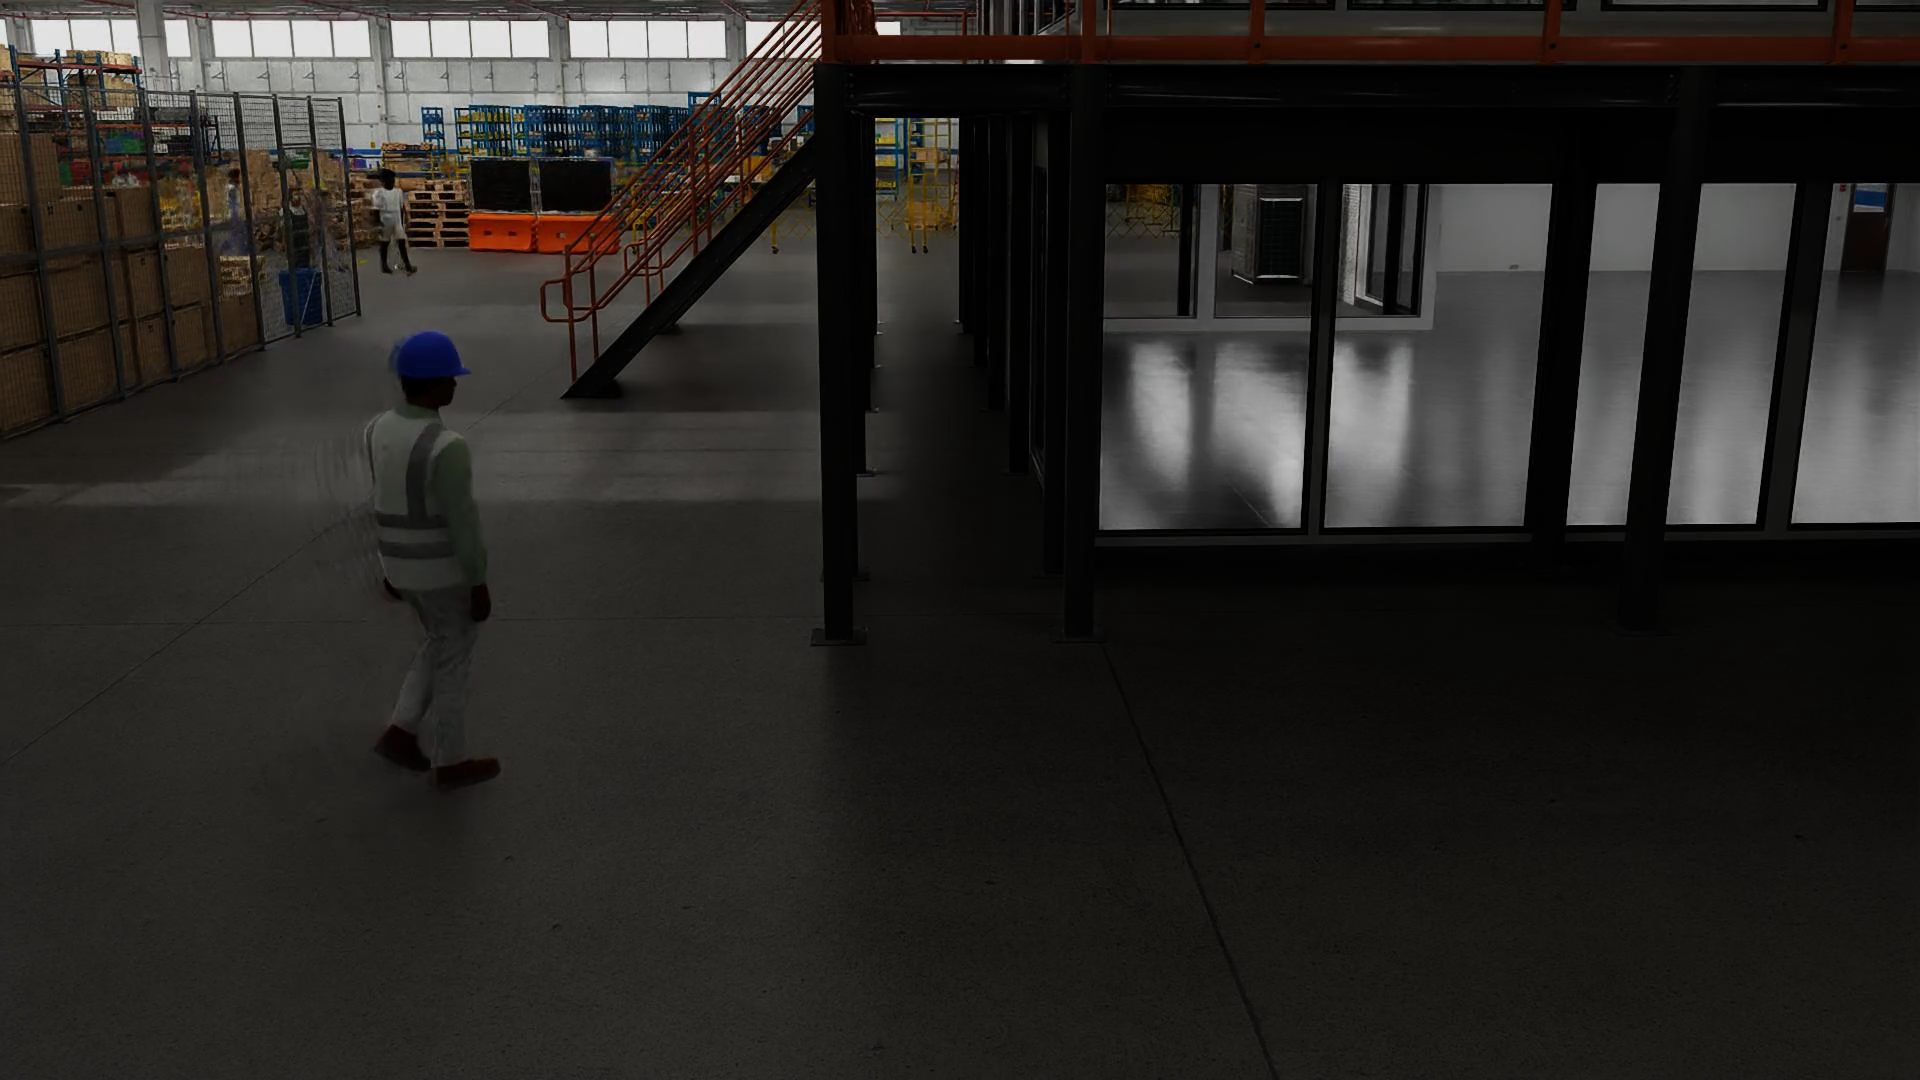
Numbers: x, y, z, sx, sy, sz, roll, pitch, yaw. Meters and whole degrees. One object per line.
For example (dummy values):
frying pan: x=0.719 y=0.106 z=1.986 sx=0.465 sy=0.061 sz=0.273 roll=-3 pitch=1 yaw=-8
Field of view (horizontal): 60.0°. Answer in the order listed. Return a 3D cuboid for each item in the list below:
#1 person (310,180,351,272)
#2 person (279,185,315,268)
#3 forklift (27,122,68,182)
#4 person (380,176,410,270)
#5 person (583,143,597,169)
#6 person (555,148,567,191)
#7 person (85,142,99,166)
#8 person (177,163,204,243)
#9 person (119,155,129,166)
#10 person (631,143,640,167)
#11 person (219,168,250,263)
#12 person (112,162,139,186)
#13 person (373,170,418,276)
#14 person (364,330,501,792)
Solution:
person: x=-11.990 y=-5.919 z=31.377 sx=0.936 sy=1.709 sz=0.543 roll=3 pitch=14 yaw=10
person: x=-9.874 y=-4.356 z=24.844 sx=0.346 sy=1.846 sz=0.505 roll=7 pitch=16 yaw=27
forklift: x=-35.376 y=-14.773 z=64.377 sx=1.129 sy=2.768 sz=1.873 roll=-1 pitch=14 yaw=-2
person: x=-10.741 y=-6.029 z=31.598 sx=0.579 sy=1.806 sz=0.927 roll=-6 pitch=15 yaw=-22
person: x=-16.499 y=-16.743 z=74.272 sx=0.941 sy=1.895 sz=0.616 roll=6 pitch=15 yaw=24
person: x=-16.731 y=-15.478 z=69.492 sx=0.782 sy=1.740 sz=0.523 roll=-3 pitch=14 yaw=-10
person: x=-40.252 y=-17.487 z=77.107 sx=0.655 sy=1.942 sz=0.998 roll=-1 pitch=14 yaw=-4
person: x=-16.222 y=-6.998 z=35.262 sx=0.756 sy=1.915 sz=0.574 roll=-5 pitch=15 yaw=-18
person: x=-40.306 y=-18.186 z=80.322 sx=0.527 sy=1.752 sz=0.555 roll=-1 pitch=14 yaw=-5
person: x=-16.600 y=-19.342 z=84.875 sx=0.941 sy=1.794 sz=0.603 roll=-2 pitch=14 yaw=-8
person: x=-14.202 y=-6.290 z=32.476 sx=0.803 sy=1.900 sz=0.602 roll=-4 pitch=15 yaw=-17
person: x=-19.095 y=-7.707 z=38.180 sx=0.360 sy=1.888 sz=0.585 roll=13 pitch=19 yaw=42
person: x=-10.386 y=-5.803 z=30.470 sx=1.016 sy=1.911 sz=0.630 roll=12 pitch=18 yaw=40
person: x=-2.149 y=0.105 z=6.836 sx=0.634 sy=1.927 sz=0.436 roll=12 pitch=18 yaw=39
